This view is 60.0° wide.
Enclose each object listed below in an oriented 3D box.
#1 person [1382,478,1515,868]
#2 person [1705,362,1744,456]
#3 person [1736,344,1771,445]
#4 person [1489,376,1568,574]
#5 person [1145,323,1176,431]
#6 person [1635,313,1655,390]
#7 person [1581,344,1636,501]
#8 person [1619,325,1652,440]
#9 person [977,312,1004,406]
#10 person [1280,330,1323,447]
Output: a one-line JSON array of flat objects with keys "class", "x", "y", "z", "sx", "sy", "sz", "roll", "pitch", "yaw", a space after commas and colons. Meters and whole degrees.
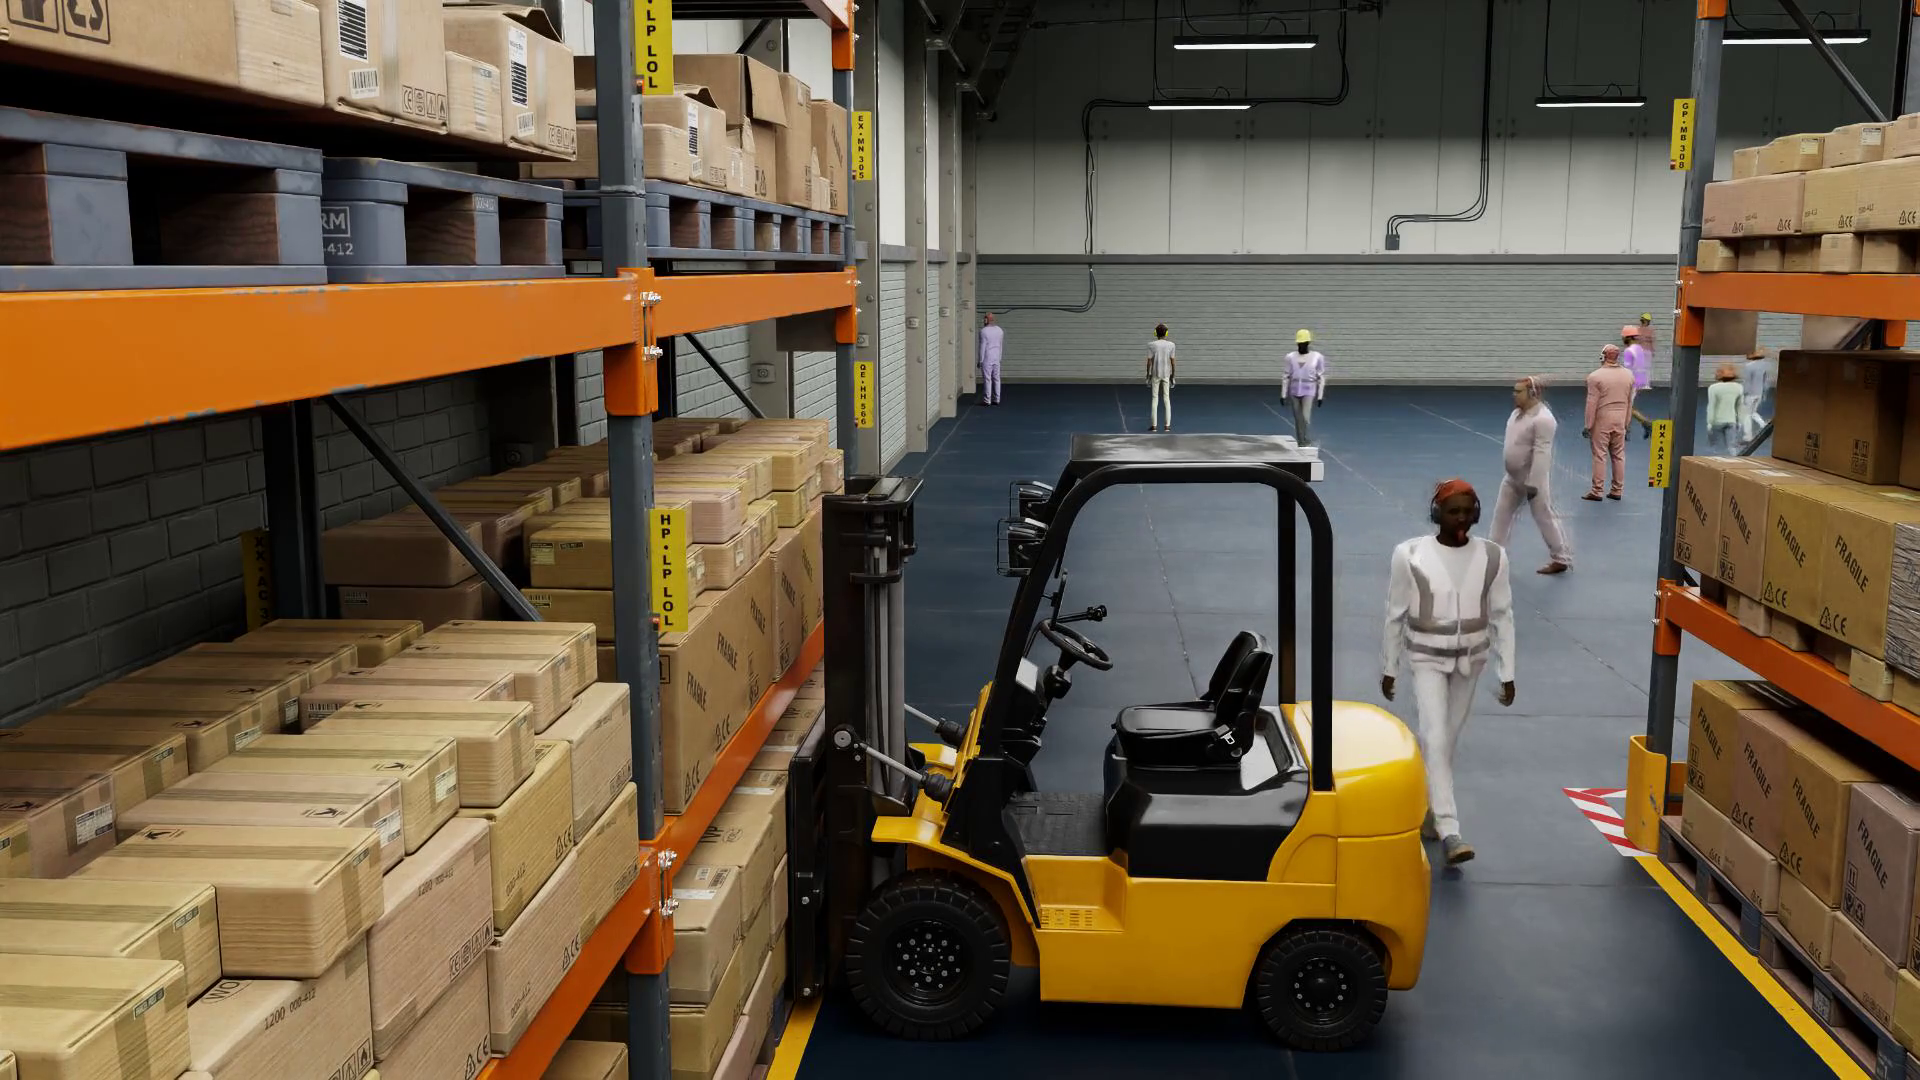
[{"class": "person", "x": 2.389, "y": 0.633, "z": 8.018, "sx": 0.606, "sy": 1.832, "sz": 0.951, "roll": -1, "pitch": 9, "yaw": -4}, {"class": "person", "x": 10.028, "y": -1.524, "z": 21.769, "sx": 0.506, "sy": 1.614, "sz": 0.640, "roll": -1, "pitch": 9, "yaw": -8}, {"class": "person", "x": 12.614, "y": -2.293, "z": 26.406, "sx": 0.510, "sy": 1.622, "sz": 0.403, "roll": -5, "pitch": 11, "yaw": -28}, {"class": "person", "x": 5.226, "y": -0.586, "z": 15.356, "sx": 0.990, "sy": 1.857, "sz": 0.663, "roll": -2, "pitch": 10, "yaw": -13}, {"class": "person", "x": 3.471, "y": -2.814, "z": 28.812, "sx": 0.532, "sy": 1.870, "sz": 0.319, "roll": 0, "pitch": 9, "yaw": -2}, {"class": "person", "x": 15.825, "y": -4.357, "z": 38.499, "sx": 0.522, "sy": 1.761, "sz": 0.327, "roll": 8, "pitch": 13, "yaw": 42}, {"class": "person", "x": 7.877, "y": -1.426, "z": 20.289, "sx": 0.642, "sy": 1.910, "sz": 0.401, "roll": -2, "pitch": 10, "yaw": -14}, {"class": "person", "x": 10.989, "y": -2.543, "z": 27.056, "sx": 0.725, "sy": 1.914, "sz": 0.549, "roll": 9, "pitch": 13, "yaw": 43}, {"class": "person", "x": 0.590, "y": -3.697, "z": 34.046, "sx": 0.636, "sy": 1.911, "sz": 0.405, "roll": -9, "pitch": 13, "yaw": -44}, {"class": "person", "x": 5.088, "y": -2.183, "z": 24.864, "sx": 0.603, "sy": 1.900, "sz": 0.660, "roll": 5, "pitch": 11, "yaw": 28}]
